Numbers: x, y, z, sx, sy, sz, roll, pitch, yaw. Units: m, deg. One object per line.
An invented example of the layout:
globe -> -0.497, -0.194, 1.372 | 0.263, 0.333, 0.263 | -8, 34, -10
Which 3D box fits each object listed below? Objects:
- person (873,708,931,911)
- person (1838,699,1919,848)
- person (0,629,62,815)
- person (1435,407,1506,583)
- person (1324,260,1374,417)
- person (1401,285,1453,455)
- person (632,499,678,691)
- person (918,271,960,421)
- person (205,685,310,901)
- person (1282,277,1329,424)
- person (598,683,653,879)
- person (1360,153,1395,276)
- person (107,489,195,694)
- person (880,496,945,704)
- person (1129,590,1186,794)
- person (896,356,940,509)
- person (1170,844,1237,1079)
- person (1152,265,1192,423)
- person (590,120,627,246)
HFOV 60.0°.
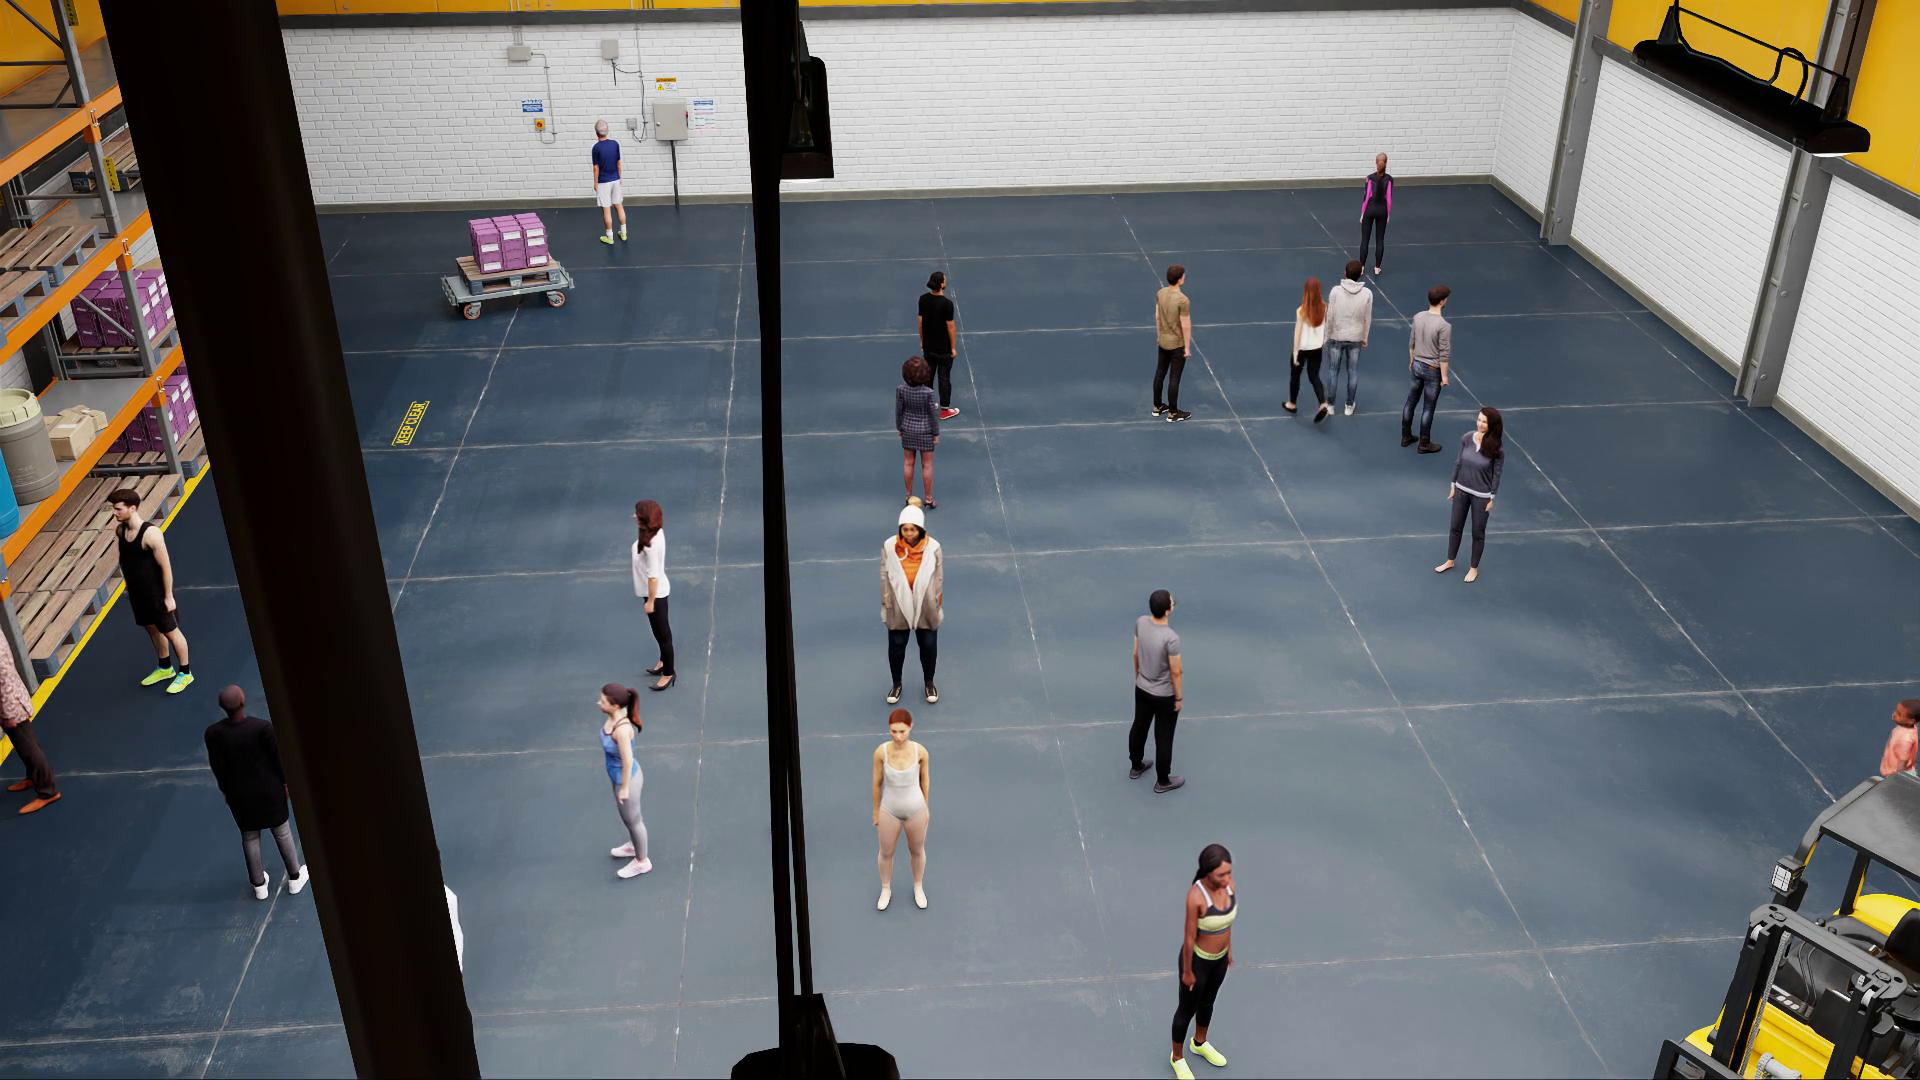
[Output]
person -> -0.408, 1.891, 11.725 | 0.549, 1.644, 0.457 | -2, 29, -4
person -> 7.007, 1.746, 12.353 | 0.842, 1.296, 0.773 | 21, 35, 34
person -> -7.295, 1.241, 12.746 | 0.837, 1.807, 0.717 | -19, 34, -31
person -> 4.914, -0.461, 15.907 | 0.683, 1.768, 0.739 | 21, 35, 34
person -> 4.470, -2.346, 19.274 | 0.694, 1.853, 0.593 | 1, 29, 1
person -> 5.163, -1.892, 18.389 | 0.828, 1.904, 0.701 | -19, 34, -30
person -> -2.593, 0.453, 14.204 | 0.689, 1.795, 0.492 | -6, 29, -11
person -> -0.260, -2.258, 19.212 | 0.717, 1.757, 0.748 | 17, 33, 28
person -> -5.005, 1.783, 11.799 | 0.664, 1.762, 0.583 | -6, 29, -11
person -> 4.053, -2.148, 19.074 | 0.700, 1.698, 1.046 | -9, 30, -16
person -> -2.432, 1.719, 12.076 | 0.665, 1.610, 0.535 | -8, 30, -14
person -> 5.880, -4.623, 23.555 | 0.596, 1.751, 0.600 | 2, 29, 3
person -> -6.906, 0.414, 14.174 | 0.779, 1.891, 0.767 | 12, 31, 21
person -> -0.397, 0.507, 14.005 | 0.696, 1.891, 0.652 | -1, 29, -2
person -> 1.533, 1.154, 12.960 | 0.762, 1.755, 0.678 | -24, 37, -37
person -> -0.434, -1.093, 17.135 | 0.691, 1.703, 0.680 | 9, 30, 16
person -> 1.508, 2.594, 10.320 | 0.641, 1.755, 0.667 | -20, 34, -32
person -> 2.437, -2.280, 19.156 | 0.811, 1.851, 0.701 | -20, 35, -33
person -> -5.245, -5.350, 24.797 | 0.723, 1.838, 0.750 | -23, 36, -35
